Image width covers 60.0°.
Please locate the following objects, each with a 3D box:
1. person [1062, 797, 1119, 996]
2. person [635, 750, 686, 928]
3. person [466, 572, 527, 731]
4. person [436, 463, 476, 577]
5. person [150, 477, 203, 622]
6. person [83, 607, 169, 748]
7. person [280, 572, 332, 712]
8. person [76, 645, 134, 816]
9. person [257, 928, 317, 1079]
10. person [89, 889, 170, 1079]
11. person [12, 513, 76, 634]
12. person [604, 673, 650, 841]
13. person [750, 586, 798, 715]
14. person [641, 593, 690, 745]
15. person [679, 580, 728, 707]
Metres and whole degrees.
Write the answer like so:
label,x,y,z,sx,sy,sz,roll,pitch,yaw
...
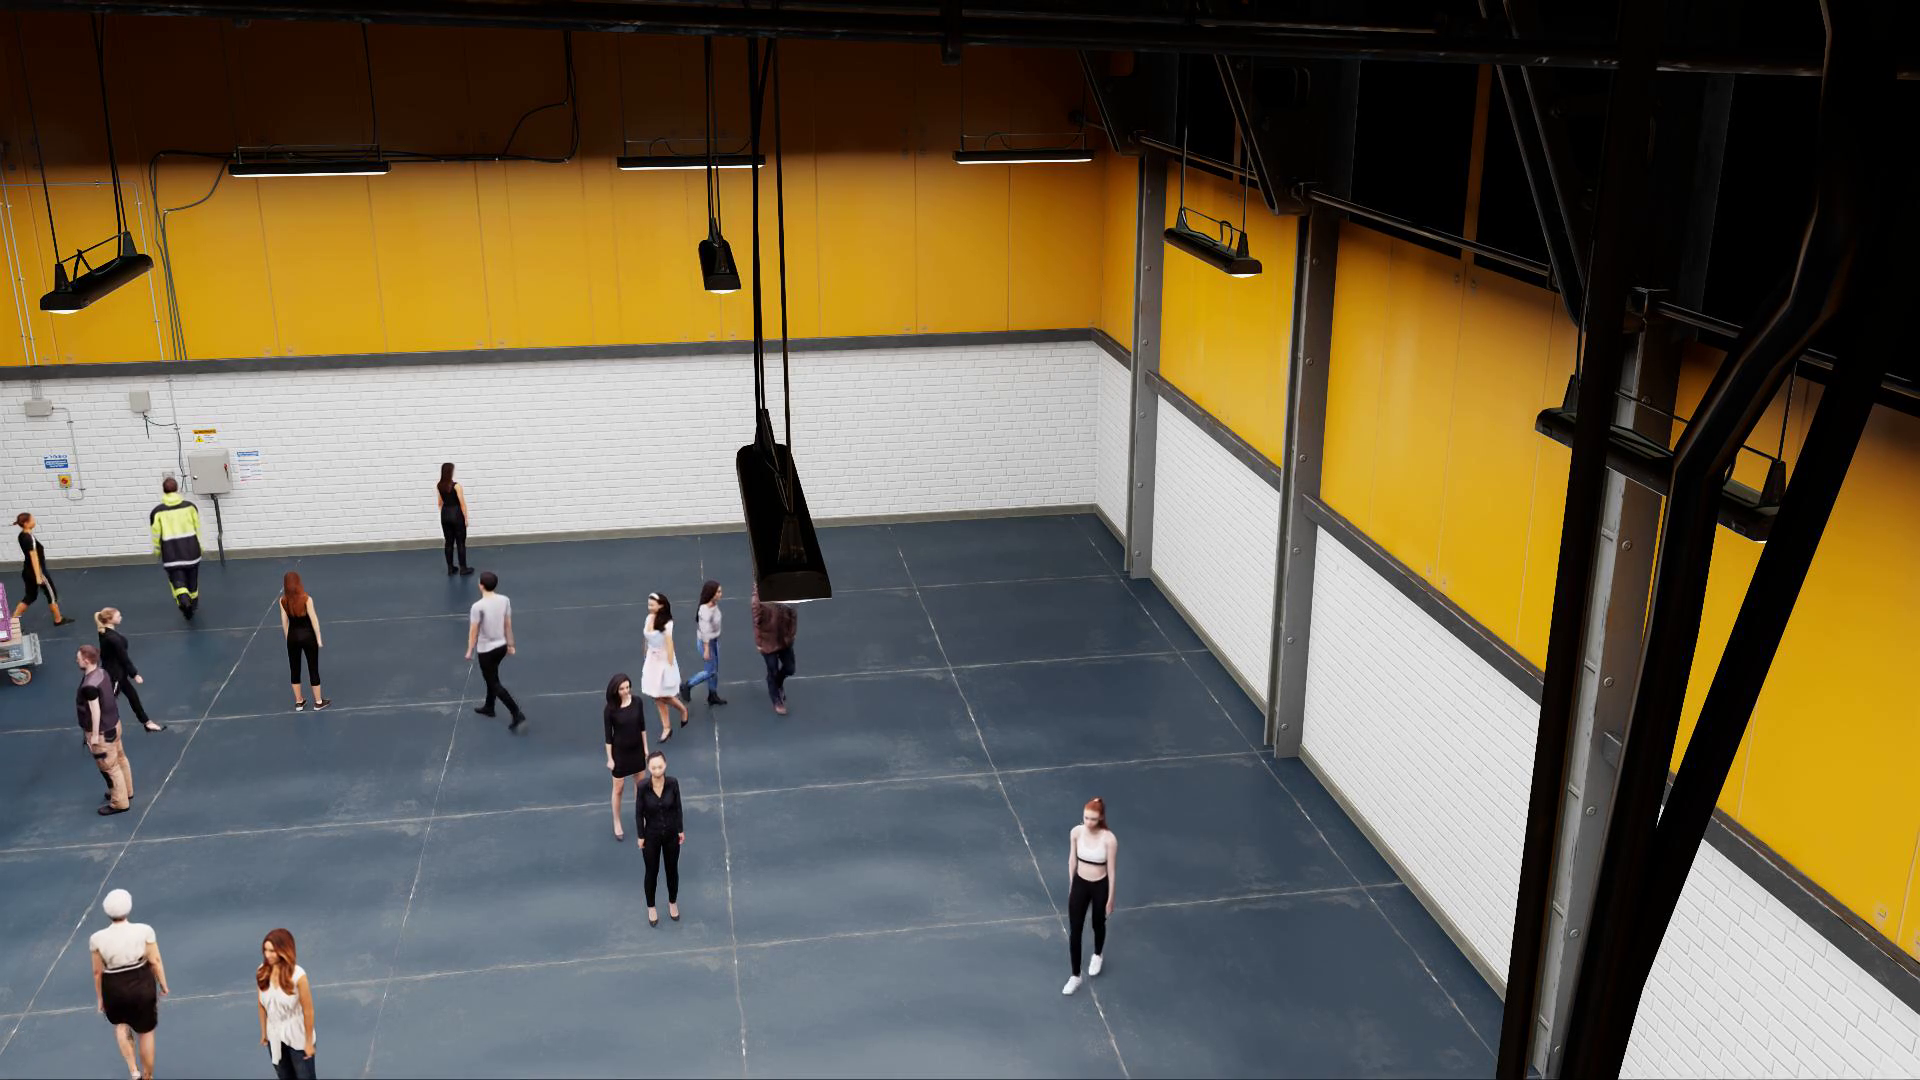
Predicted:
label,x,y,z,sx,sy,sz,roll,pitch,yaw
person,1.175,2.995,14.341,0.917,1.715,1.045,8,20,22
person,-2.735,2.716,15.174,0.615,1.712,0.552,-7,20,-20
person,-5.339,1.300,19.178,1.218,1.839,1.189,11,21,29
person,-7.373,-0.305,24.184,0.668,1.687,0.670,5,19,14
person,-10.520,0.140,22.431,1.063,1.962,1.233,-13,23,-34
person,-9.531,1.599,18.585,1.053,1.650,1.157,-16,24,-39
person,-7.801,1.188,19.689,0.600,1.726,0.561,0,19,1
person,-8.896,1.938,17.280,0.744,1.841,0.526,-4,19,-12
person,-4.928,3.658,12.263,0.673,1.784,0.673,6,19,17
person,-6.356,3.527,12.721,0.706,1.741,0.726,-7,20,-21
person,-12.327,0.453,22.004,1.062,1.641,1.041,17,25,41
person,-3.336,2.159,16.691,0.669,1.798,0.668,-13,23,-35
person,-2.227,1.145,19.653,0.886,1.830,0.919,-12,22,-31
person,-3.321,1.427,18.850,0.935,1.808,0.978,16,24,39
person,-3.059,1.240,19.711,0.792,1.613,0.808,1,19,3
